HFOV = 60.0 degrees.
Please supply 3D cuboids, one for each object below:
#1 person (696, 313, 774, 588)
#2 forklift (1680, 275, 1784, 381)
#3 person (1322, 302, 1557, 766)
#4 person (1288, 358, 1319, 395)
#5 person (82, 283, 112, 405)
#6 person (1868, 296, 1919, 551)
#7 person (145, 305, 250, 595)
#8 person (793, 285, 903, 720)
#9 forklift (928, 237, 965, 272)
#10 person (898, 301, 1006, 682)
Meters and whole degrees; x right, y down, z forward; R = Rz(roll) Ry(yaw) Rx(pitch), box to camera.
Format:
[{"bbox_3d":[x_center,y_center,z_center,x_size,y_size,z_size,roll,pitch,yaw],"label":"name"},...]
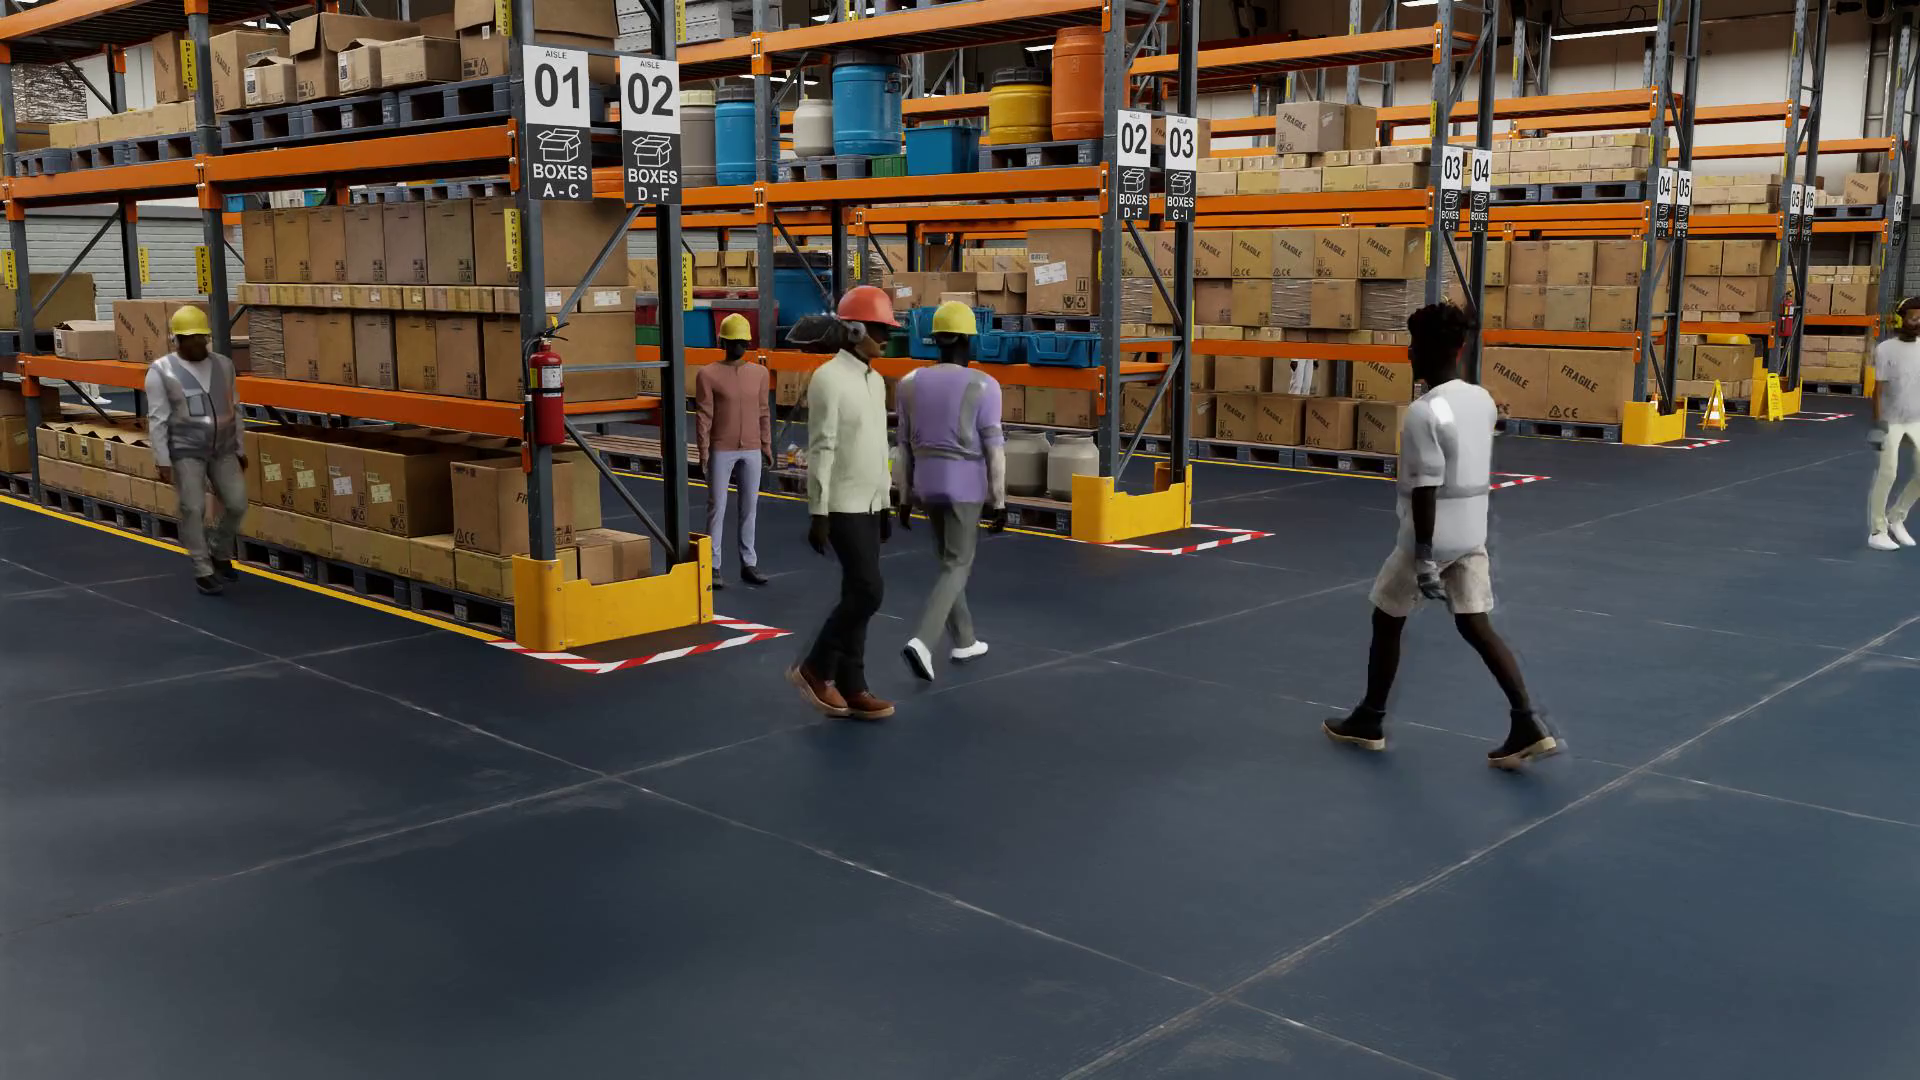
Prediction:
[{"bbox_3d":[-1.450,-0.580,10.784,0.533,1.765,0.329,-6,11,-32],"label":"person"},{"bbox_3d":[12.480,-3.427,27.053,1.214,2.155,2.313,9,13,43],"label":"forklift"},{"bbox_3d":[2.039,-0.024,6.909,0.607,1.926,0.991,-8,12,-39],"label":"person"},{"bbox_3d":[4.351,-2.312,21.041,0.353,1.883,0.577,8,12,41],"label":"person"},{"bbox_3d":[-13.260,-3.008,25.384,0.508,1.860,0.315,5,11,30],"label":"person"},{"bbox_3d":[6.874,-0.843,12.135,0.550,1.851,0.435,-2,9,-10],"label":"person"},{"bbox_3d":[-4.807,-0.566,10.527,0.426,1.819,0.627,7,12,38],"label":"person"},{"bbox_3d":[-0.466,-0.155,7.527,0.432,1.976,0.639,4,10,22],"label":"person"},{"bbox_3d":[-0.326,-5.817,39.609,1.129,2.768,1.873,9,13,43],"label":"forklift"},{"bbox_3d":[-0.070,-0.258,8.416,0.595,1.900,0.887,5,11,30],"label":"person"}]
